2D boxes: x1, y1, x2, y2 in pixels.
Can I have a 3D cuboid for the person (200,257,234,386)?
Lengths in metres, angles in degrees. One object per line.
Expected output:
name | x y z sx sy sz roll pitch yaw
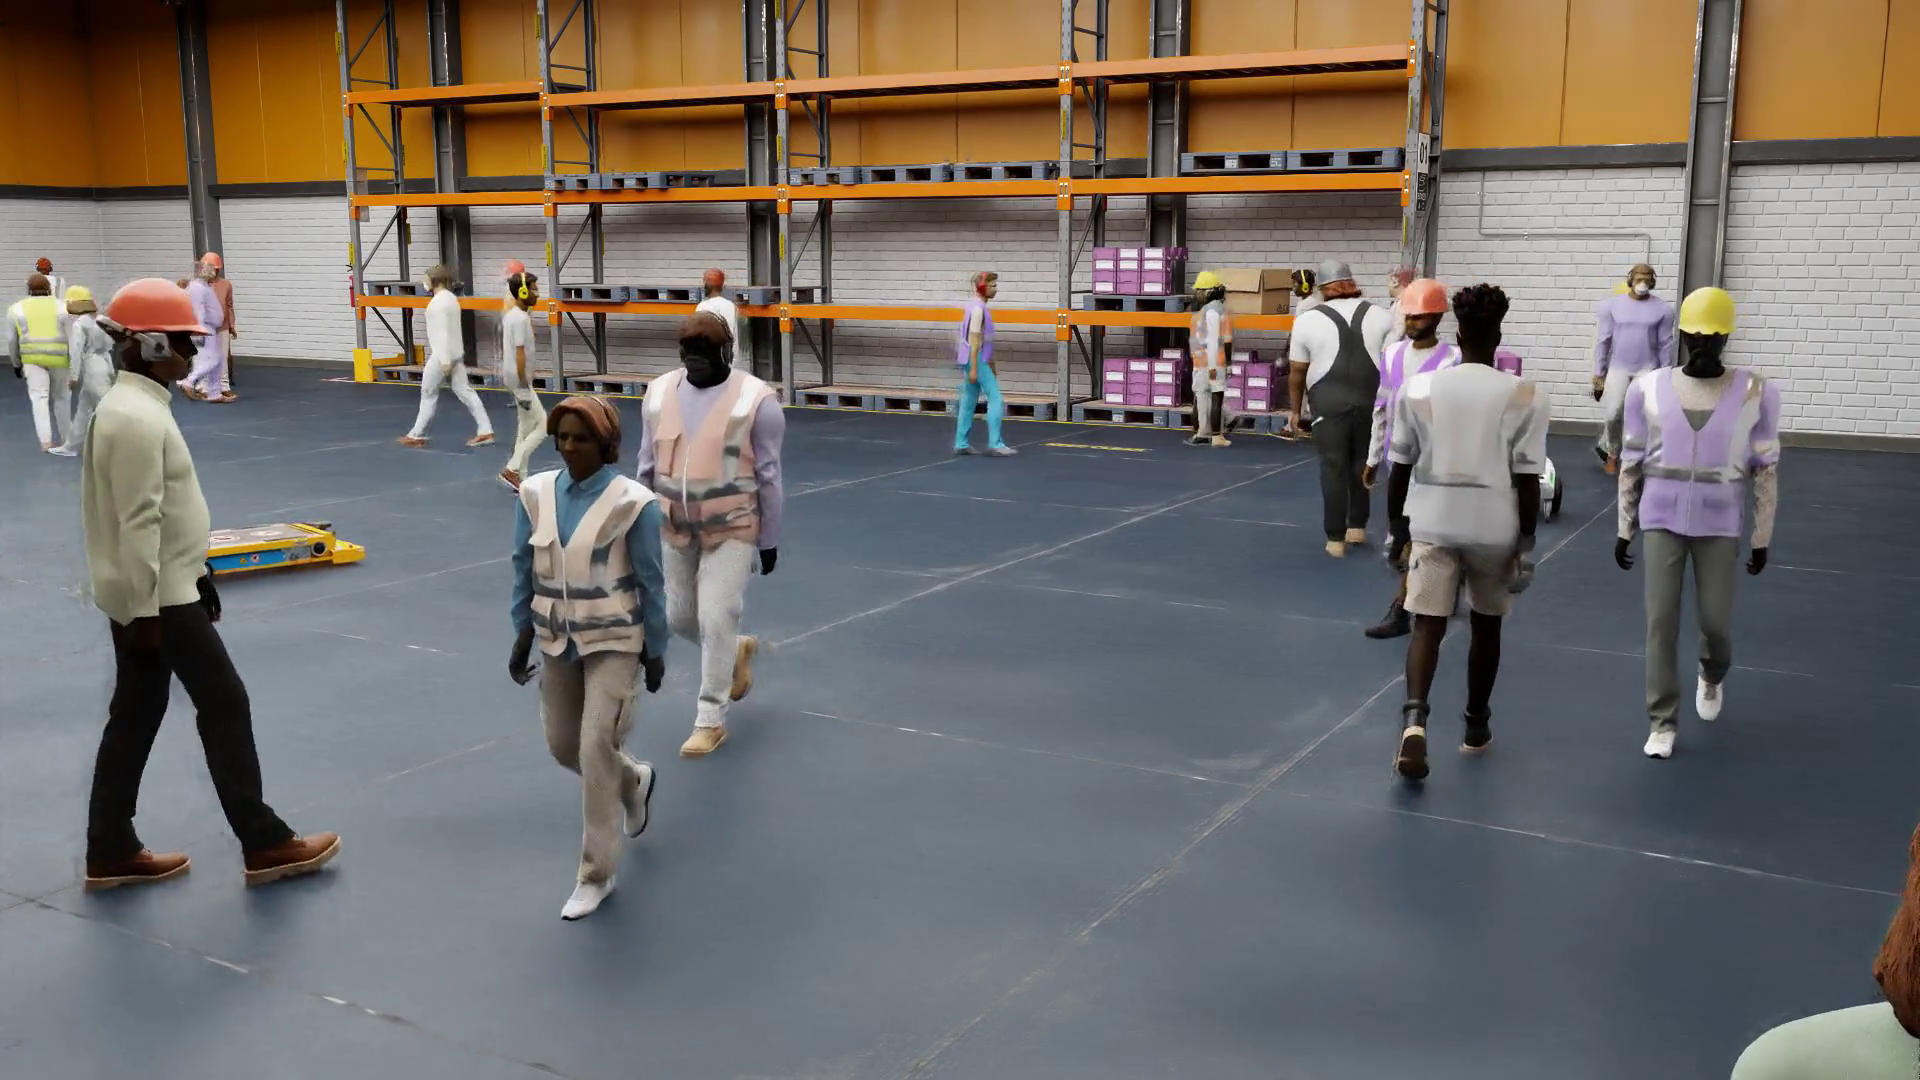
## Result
person | -11.063 -3.238 24.624 0.373 1.935 0.552 9 14 42

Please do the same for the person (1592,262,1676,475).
person | 5.921 -1.468 14.635 0.660 1.923 0.432 3 11 18

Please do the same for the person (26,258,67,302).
person | -14.589 -3.567 26.645 0.576 1.882 0.355 -5 11 -28

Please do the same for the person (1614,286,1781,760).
person | 3.021 -0.085 6.845 0.594 1.908 0.655 5 11 26

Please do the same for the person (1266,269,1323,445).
person | 3.527 -1.883 17.276 0.878 1.827 0.521 6 11 29

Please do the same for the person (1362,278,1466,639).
person | 2.515 -0.452 8.946 0.858 1.910 0.549 -7 12 -34

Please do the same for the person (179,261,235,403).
person | -9.918 -2.716 21.834 0.538 1.879 0.684 -2 10 -13

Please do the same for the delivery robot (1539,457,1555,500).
delivery robot | 4.369 -0.498 12.752 0.477 0.478 0.707 3 11 17

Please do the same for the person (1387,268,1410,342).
person | 4.457 -1.847 17.012 1.033 1.836 0.640 1 10 7

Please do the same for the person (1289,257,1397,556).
person | 2.585 -0.940 11.317 0.703 2.000 0.735 0 10 -2

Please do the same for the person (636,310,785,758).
person | -1.013 -0.054 6.944 0.645 1.817 0.709 3 10 17

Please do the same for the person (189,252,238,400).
person | -10.067 -2.882 22.469 0.405 1.985 0.614 8 13 37

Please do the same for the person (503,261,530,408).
person | -5.628 -2.604 21.205 0.381 1.888 0.591 -7 12 -36

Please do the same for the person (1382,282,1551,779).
person | 1.955 -0.035 6.514 0.613 1.938 0.906 5 11 25

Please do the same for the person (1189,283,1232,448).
person | 2.603 -1.804 17.183 0.317 1.695 0.540 -8 13 -40

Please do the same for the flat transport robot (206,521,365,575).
flat transport robot | -4.617 0.076 10.575 1.431 0.197 0.652 -9 13 -42

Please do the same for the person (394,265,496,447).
person | -5.297 -1.879 17.108 1.048 1.886 0.644 0 10 2

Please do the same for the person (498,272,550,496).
person | -3.568 -1.273 13.727 0.389 1.853 0.566 -3 11 -19

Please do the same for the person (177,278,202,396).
person | -10.718 -2.810 23.085 0.277 1.625 0.500 9 13 42

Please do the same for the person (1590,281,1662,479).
person | 6.032 -1.477 15.095 0.653 1.788 0.874 -3 10 -17

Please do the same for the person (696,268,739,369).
person | -2.295 -1.682 16.031 0.770 1.860 0.585 5 11 26

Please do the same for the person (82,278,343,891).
person | -2.501 0.152 5.340 0.756 1.958 0.638 -6 12 -31

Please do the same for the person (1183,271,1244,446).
person | 2.628 -1.869 17.207 0.516 1.816 0.608 2 10 11

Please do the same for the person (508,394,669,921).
person | -1.147 0.327 5.336 0.516 1.613 0.671 4 11 22

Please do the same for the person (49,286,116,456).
person | -8.492 -1.637 16.267 0.934 1.687 0.494 -1 10 -8

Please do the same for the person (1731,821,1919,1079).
person | 0.997 0.979 1.648 0.509 1.613 0.546 4 11 23

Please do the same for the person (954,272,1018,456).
person | 0.289 -1.720 16.365 0.776 1.814 0.590 0 10 -1

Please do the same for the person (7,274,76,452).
person | -9.323 -1.807 16.958 0.641 1.781 1.000 -5 11 -25
